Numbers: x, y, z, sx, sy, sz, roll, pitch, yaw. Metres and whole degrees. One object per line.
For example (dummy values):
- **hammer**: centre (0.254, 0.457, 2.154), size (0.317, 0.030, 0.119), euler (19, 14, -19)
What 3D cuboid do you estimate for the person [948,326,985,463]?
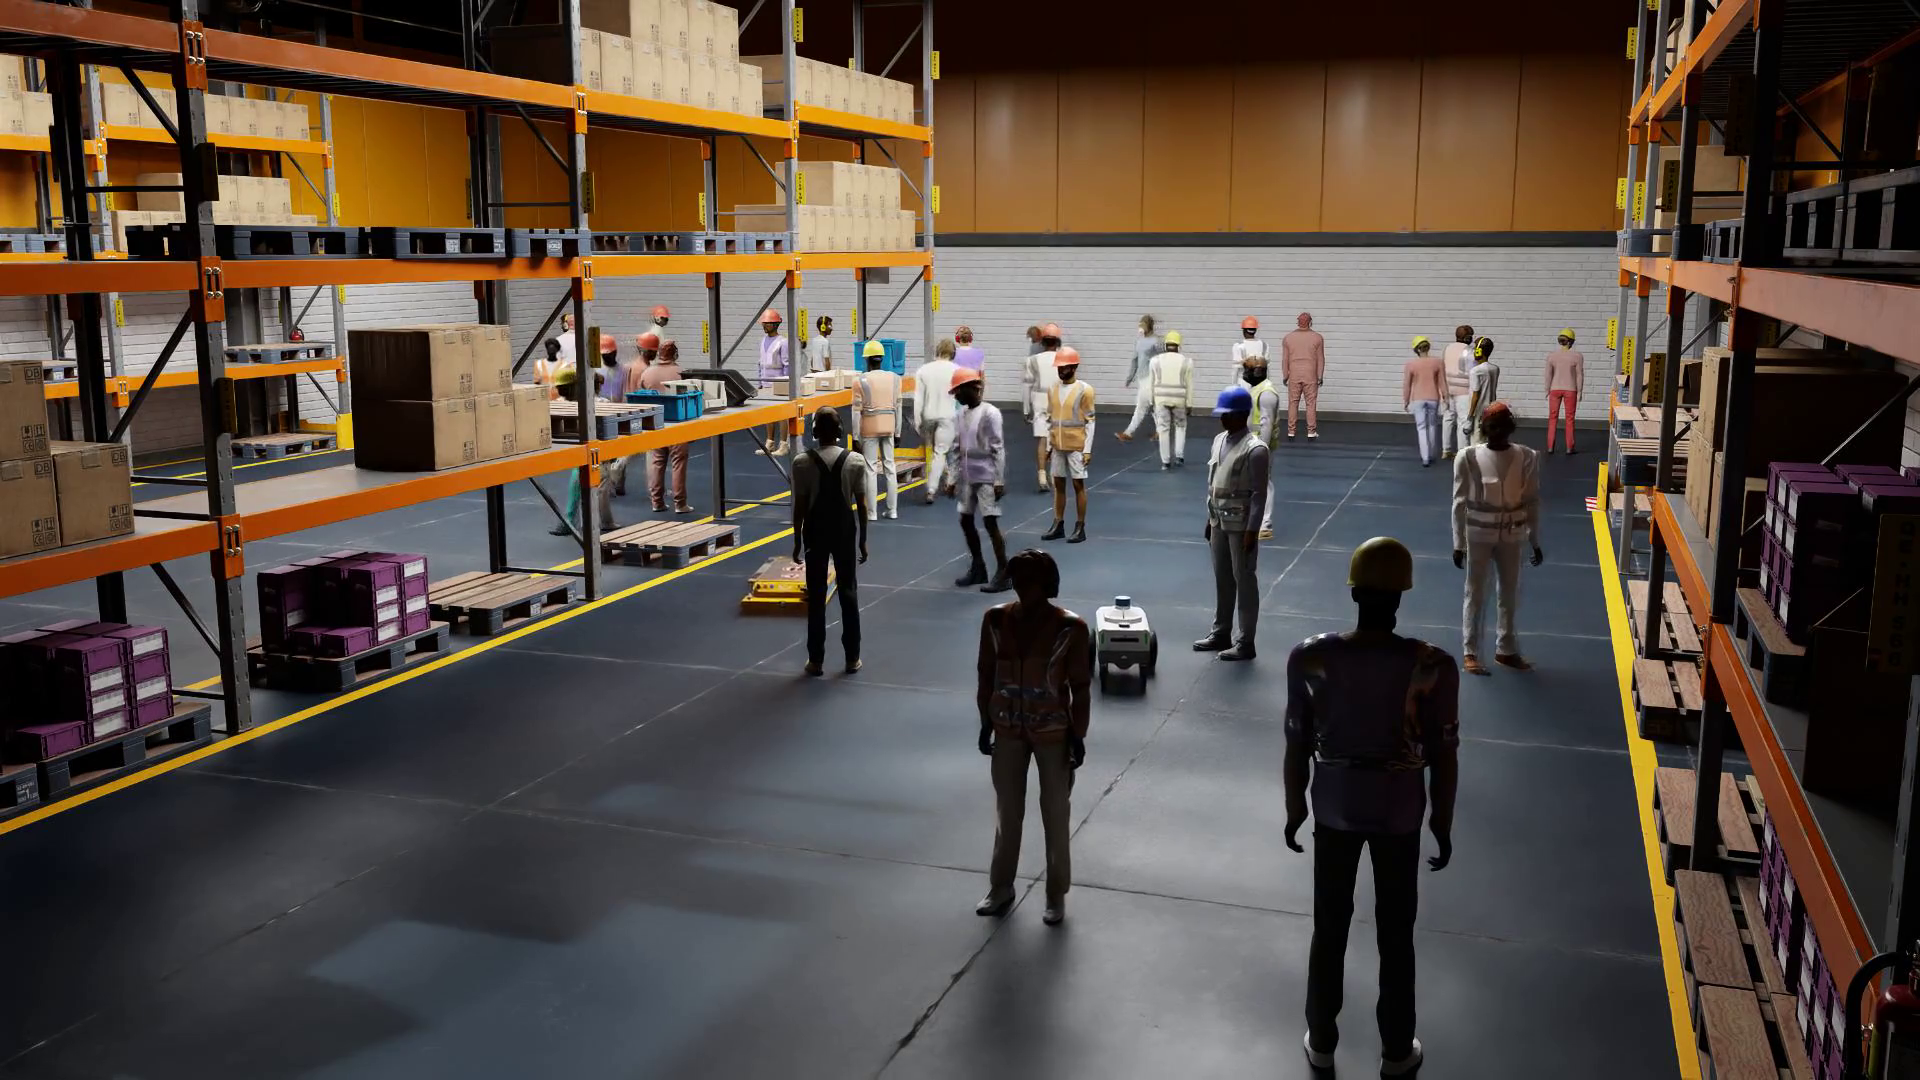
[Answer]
- **person**: centre (0.064, -1.922, 22.192), size (0.566, 1.846, 0.389), euler (-4, 11, -20)

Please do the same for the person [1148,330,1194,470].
- **person**: centre (2.761, -1.828, 21.764), size (0.596, 1.814, 0.542), euler (2, 10, 10)

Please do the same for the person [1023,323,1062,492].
- **person**: centre (1.061, -1.580, 19.838), size (0.620, 2.007, 1.017), euler (1, 10, 5)

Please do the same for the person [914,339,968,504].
- **person**: centre (-0.222, -1.349, 18.982), size (0.639, 1.861, 1.090), euler (3, 11, 18)

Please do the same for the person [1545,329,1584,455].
- **person**: centre (8.459, -2.074, 23.298), size (0.523, 1.760, 0.327), euler (6, 12, 31)

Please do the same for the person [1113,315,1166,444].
- **person**: centre (2.699, -2.360, 24.543), size (1.039, 1.881, 0.643), euler (-4, 11, -24)

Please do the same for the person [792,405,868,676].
- **person**: centre (-0.883, 0.007, 11.336), size (0.514, 1.842, 0.328), euler (-2, 10, -10)

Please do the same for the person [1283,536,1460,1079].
- **person**: centre (1.432, 0.941, 5.840), size (0.594, 1.926, 0.366), euler (3, 11, 17)

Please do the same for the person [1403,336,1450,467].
- **person**: centre (6.179, -1.847, 22.108), size (0.593, 1.714, 0.720), euler (1, 10, 3)

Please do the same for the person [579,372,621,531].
- **person**: centre (-3.753, -0.910, 17.076), size (0.514, 1.639, 0.310), euler (4, 11, 22)

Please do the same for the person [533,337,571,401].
- **person**: centre (-5.508, -1.918, 22.598), size (0.543, 1.685, 0.471), euler (0, 10, 3)

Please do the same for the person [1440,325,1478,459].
- **person**: centre (6.817, -2.001, 22.651), size (0.430, 1.843, 0.625), euler (-5, 11, -27)

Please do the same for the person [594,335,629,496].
- **person**: centre (-4.102, -1.488, 19.682), size (0.594, 1.883, 1.006), euler (-2, 10, -10)

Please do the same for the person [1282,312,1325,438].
- **person**: centre (5.212, -2.494, 25.247), size (0.639, 1.908, 0.409), euler (4, 11, 19)

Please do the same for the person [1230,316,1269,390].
- **person**: centre (4.029, -2.167, 23.346), size (0.578, 1.928, 0.418), euler (-3, 10, -16)

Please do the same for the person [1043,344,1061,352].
- **person**: centre (1.511, -2.896, 28.438), size (0.757, 1.576, 0.541), euler (9, 13, 40)

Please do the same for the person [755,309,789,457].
- **person**: centre (-2.594, -2.166, 23.009), size (0.605, 2.045, 0.377), euler (9, 14, 42)

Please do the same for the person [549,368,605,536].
- **person**: centre (-3.858, -0.921, 16.975), size (0.528, 1.697, 0.932), euler (6, 12, 30)

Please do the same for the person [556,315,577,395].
- **person**: centre (-5.708, -2.383, 24.659), size (0.646, 1.897, 0.398), euler (-5, 11, -26)

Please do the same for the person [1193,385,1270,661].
- **person**: centre (1.940, -0.127, 11.800), size (0.386, 1.948, 0.604), euler (-5, 11, -26)

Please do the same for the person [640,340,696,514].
- **person**: centre (-3.168, -1.240, 18.225), size (0.641, 1.901, 0.401), euler (4, 11, 21)

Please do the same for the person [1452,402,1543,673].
- **person**: centre (3.690, -0.004, 11.367), size (0.669, 1.880, 0.343), euler (0, 10, 0)

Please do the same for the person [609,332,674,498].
- **person**: centre (-3.729, -1.414, 19.064), size (0.861, 1.950, 0.635), euler (-5, 11, -25)

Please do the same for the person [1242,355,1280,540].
- **person**: centre (2.962, -0.918, 16.591), size (0.431, 1.836, 0.635), euler (-1, 10, -5)

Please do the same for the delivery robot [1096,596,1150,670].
- **delivery robot**: centre (1.095, 0.623, 11.231), size (0.477, 0.478, 0.707), euler (0, 10, 3)

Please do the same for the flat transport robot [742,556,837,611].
- **flat transport robot**: centre (-1.362, 0.347, 13.847), size (0.652, 0.197, 1.431), euler (1, 10, 3)

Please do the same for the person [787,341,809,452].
- **person**: centre (-2.294, -2.111, 23.562), size (0.328, 1.747, 0.489), euler (7, 12, 35)

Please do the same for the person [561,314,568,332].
- **person**: centre (-6.009, -2.546, 25.671), size (0.329, 1.863, 0.527), euler (3, 10, 15)

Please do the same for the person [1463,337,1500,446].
- **person**: centre (6.008, -1.407, 19.240), size (0.513, 1.867, 0.328), euler (-9, 13, -41)

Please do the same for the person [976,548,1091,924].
- **person**: centre (0.317, 0.840, 7.214), size (0.515, 1.641, 0.314), euler (5, 11, 24)

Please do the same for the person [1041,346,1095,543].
- **person**: centre (1.057, -0.933, 16.363), size (0.548, 1.937, 0.379), euler (8, 13, 38)

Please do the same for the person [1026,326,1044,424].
- **person**: centre (1.251, -2.699, 27.237), size (0.319, 1.614, 0.598), euler (4, 11, 20)

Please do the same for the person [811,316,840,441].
- **person**: centre (-2.042, -2.398, 24.826), size (0.330, 1.866, 0.512), euler (-6, 12, -31)

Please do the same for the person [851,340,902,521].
- **person**: centre (-0.895, -1.157, 17.691), size (0.589, 1.918, 0.402), euler (-6, 12, -30)

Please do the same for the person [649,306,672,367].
- **person**: centre (-4.642, -2.716, 26.335), size (0.844, 1.963, 0.618), euler (-1, 10, -4)

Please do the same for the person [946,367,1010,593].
- **person**: centre (0.164, -0.515, 14.153), size (0.381, 1.887, 0.613), euler (-7, 12, -36)
